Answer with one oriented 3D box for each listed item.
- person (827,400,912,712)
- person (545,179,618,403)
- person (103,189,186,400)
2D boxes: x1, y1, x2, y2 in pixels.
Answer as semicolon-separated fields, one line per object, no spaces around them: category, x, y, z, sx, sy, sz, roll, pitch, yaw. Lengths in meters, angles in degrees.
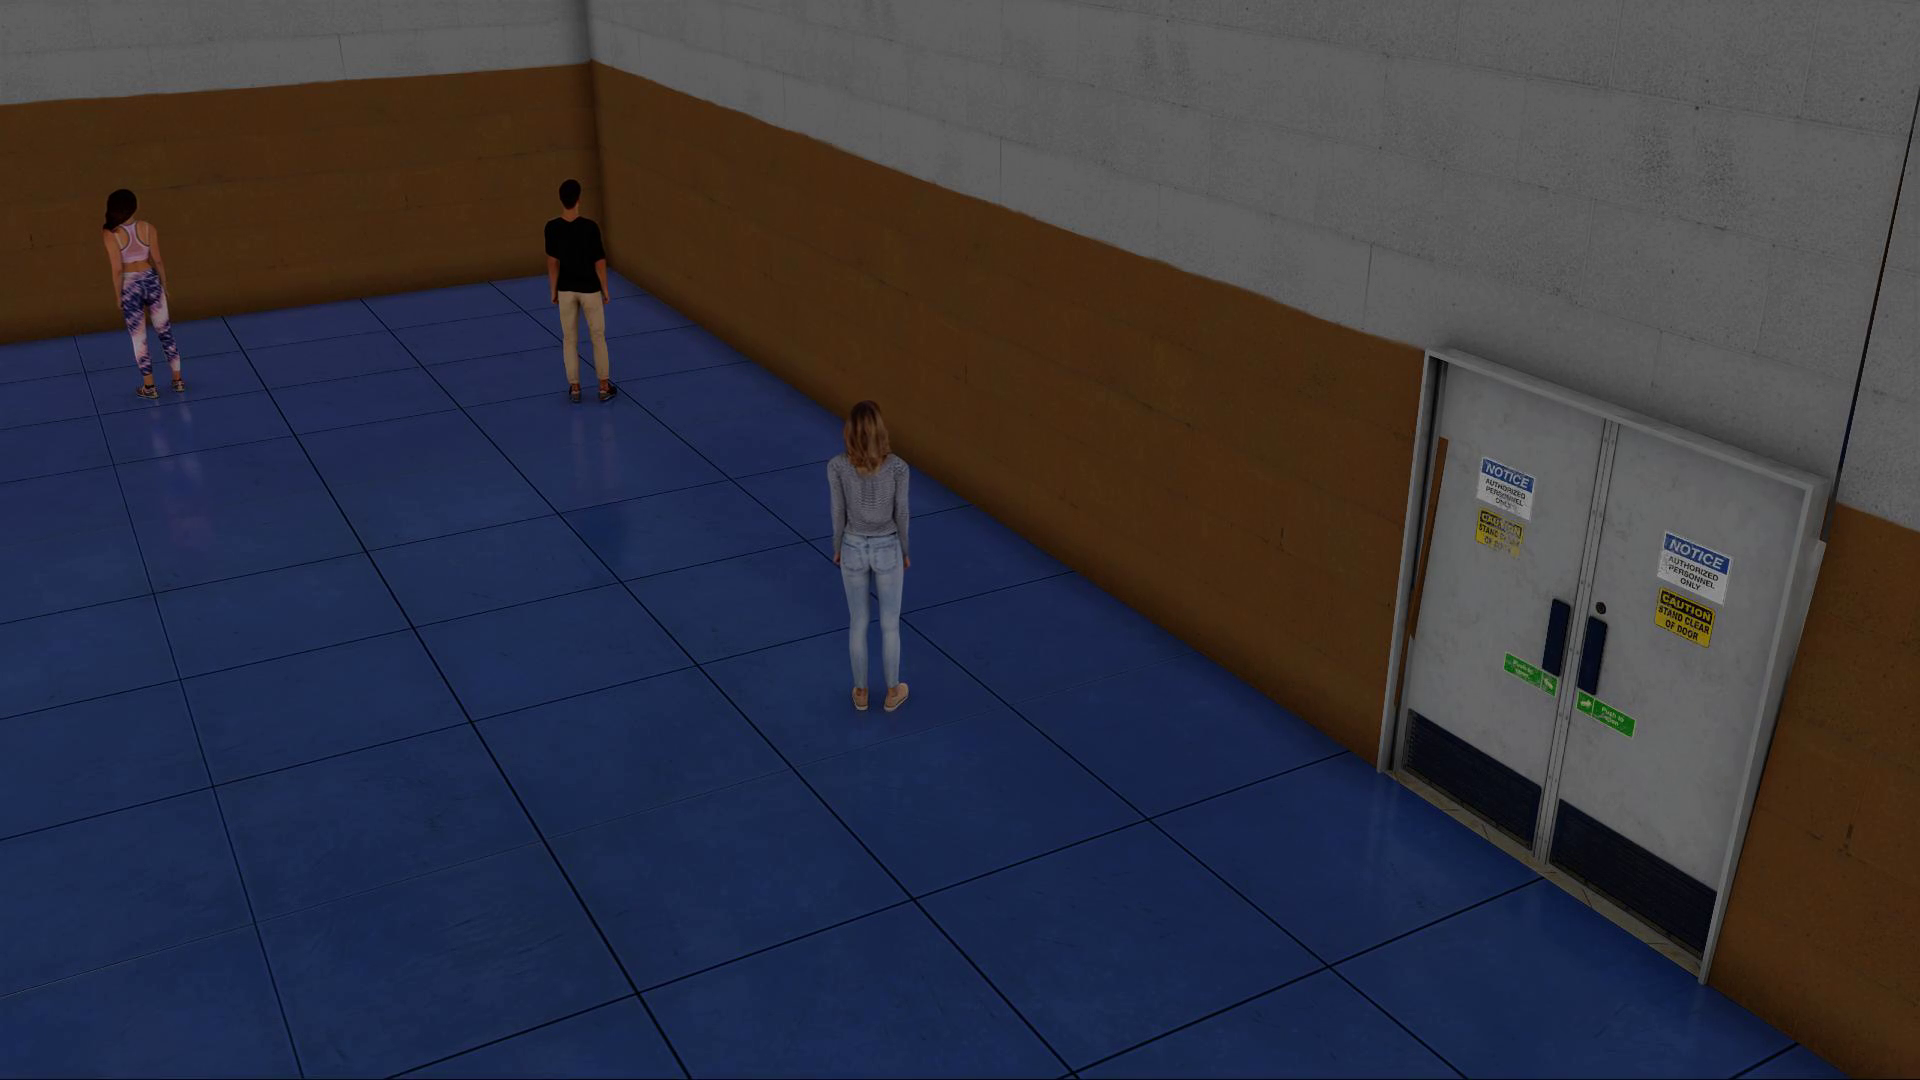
person;-0.480;0.093;9.028;0.630;1.796;0.725;2;24;6
person;-3.172;-2.074;13.868;0.629;1.859;0.772;-1;24;-3
person;-6.913;-2.086;14.042;0.706;1.767;0.551;21;31;40
